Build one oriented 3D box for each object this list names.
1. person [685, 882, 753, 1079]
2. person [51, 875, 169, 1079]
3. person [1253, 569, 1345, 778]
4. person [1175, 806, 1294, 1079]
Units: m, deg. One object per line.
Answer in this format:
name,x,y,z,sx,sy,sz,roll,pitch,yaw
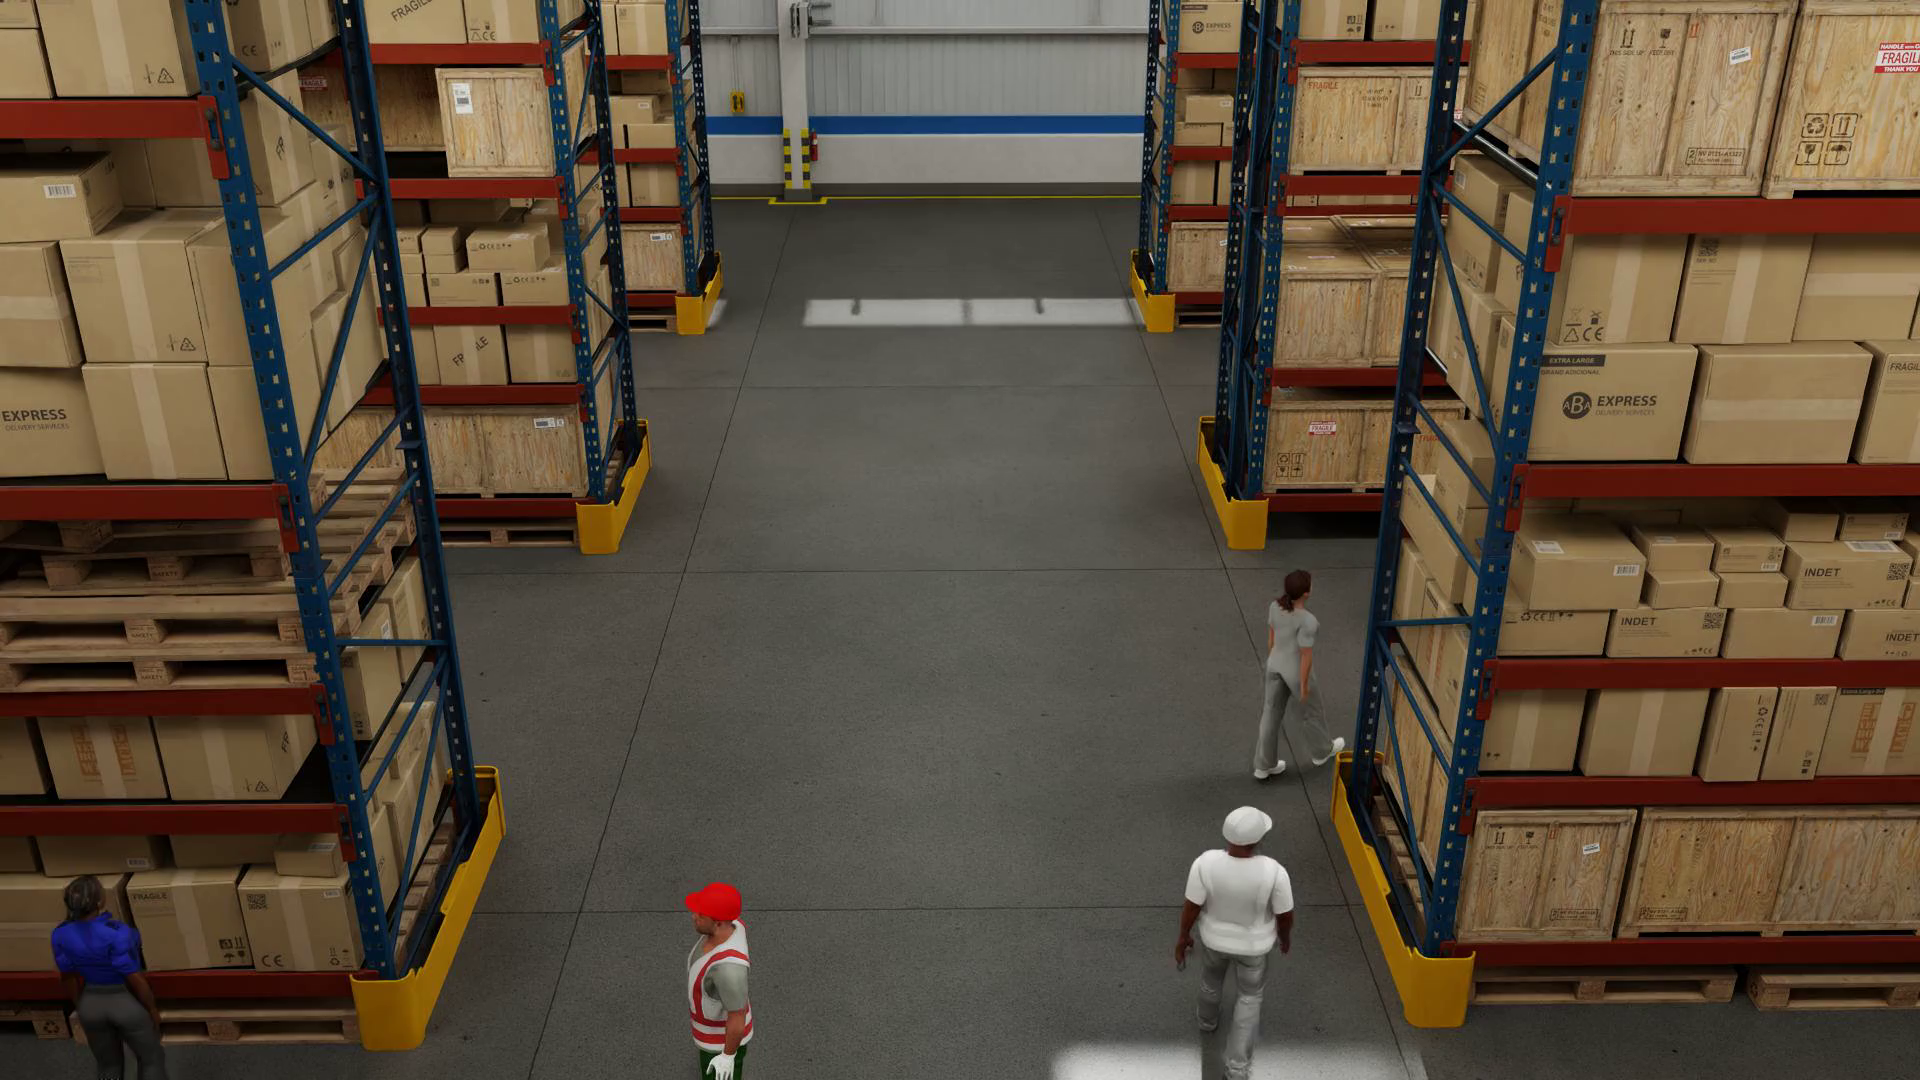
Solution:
person,-1.244,2.505,8.489,0.393,1.794,0.536,-5,26,-12
person,-4.436,2.444,8.768,0.439,1.658,0.341,0,25,0
person,2.475,0.915,12.024,0.772,1.659,0.451,-19,31,-35
person,1.536,2.166,9.257,0.622,1.745,0.842,7,26,15
